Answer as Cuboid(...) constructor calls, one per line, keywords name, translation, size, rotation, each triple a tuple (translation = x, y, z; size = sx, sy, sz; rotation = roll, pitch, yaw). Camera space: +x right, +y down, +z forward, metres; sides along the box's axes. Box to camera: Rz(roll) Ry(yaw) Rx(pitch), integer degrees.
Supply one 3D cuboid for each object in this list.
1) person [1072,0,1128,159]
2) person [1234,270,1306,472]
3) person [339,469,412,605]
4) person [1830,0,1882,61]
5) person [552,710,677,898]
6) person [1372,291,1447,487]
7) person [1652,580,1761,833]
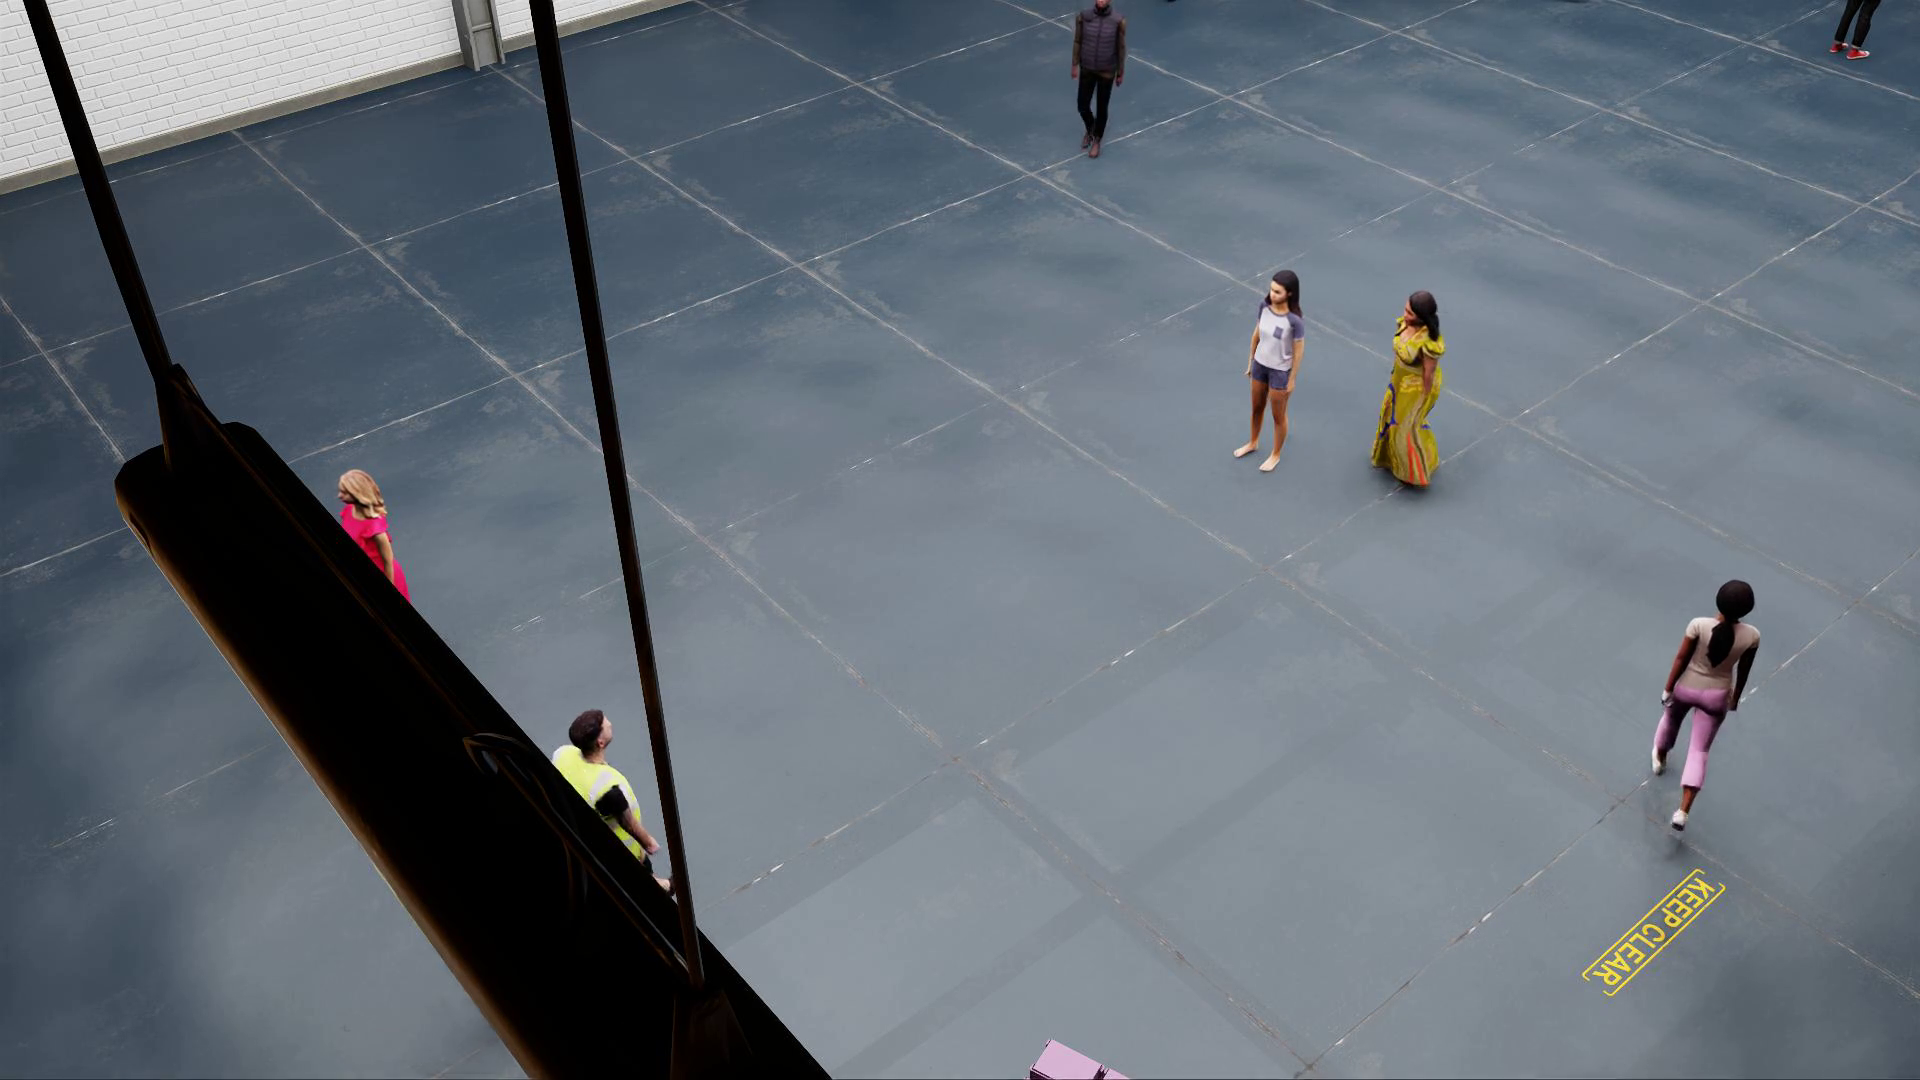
Cuboid(name="person", translation=(1.451, -4.907, 17.276), size=(0.848, 1.829, 0.879), rotation=(10, 40, 12))
Cuboid(name="person", translation=(2.427, -1.322, 12.864), size=(0.494, 1.732, 0.593), rotation=(-30, 48, -32))
Cuboid(name="person", translation=(-3.795, 0.234, 10.919), size=(0.550, 1.729, 0.578), rotation=(-31, 48, -33))
Cuboid(name="person", translation=(10.574, -6.495, 19.321), size=(0.628, 1.758, 0.664), rotation=(-20, 43, -23))
Cuboid(name="person", translation=(-1.967, 1.701, 9.023), size=(1.157, 1.802, 0.731), rotation=(-31, 48, -33))
Cuboid(name="person", translation=(3.506, -1.189, 12.775), size=(0.922, 1.637, 0.963), rotation=(-12, 40, -15))
Cuboid(name="person", translation=(4.446, 0.989, 9.984), size=(0.973, 1.714, 1.193), rotation=(13, 40, 15))
